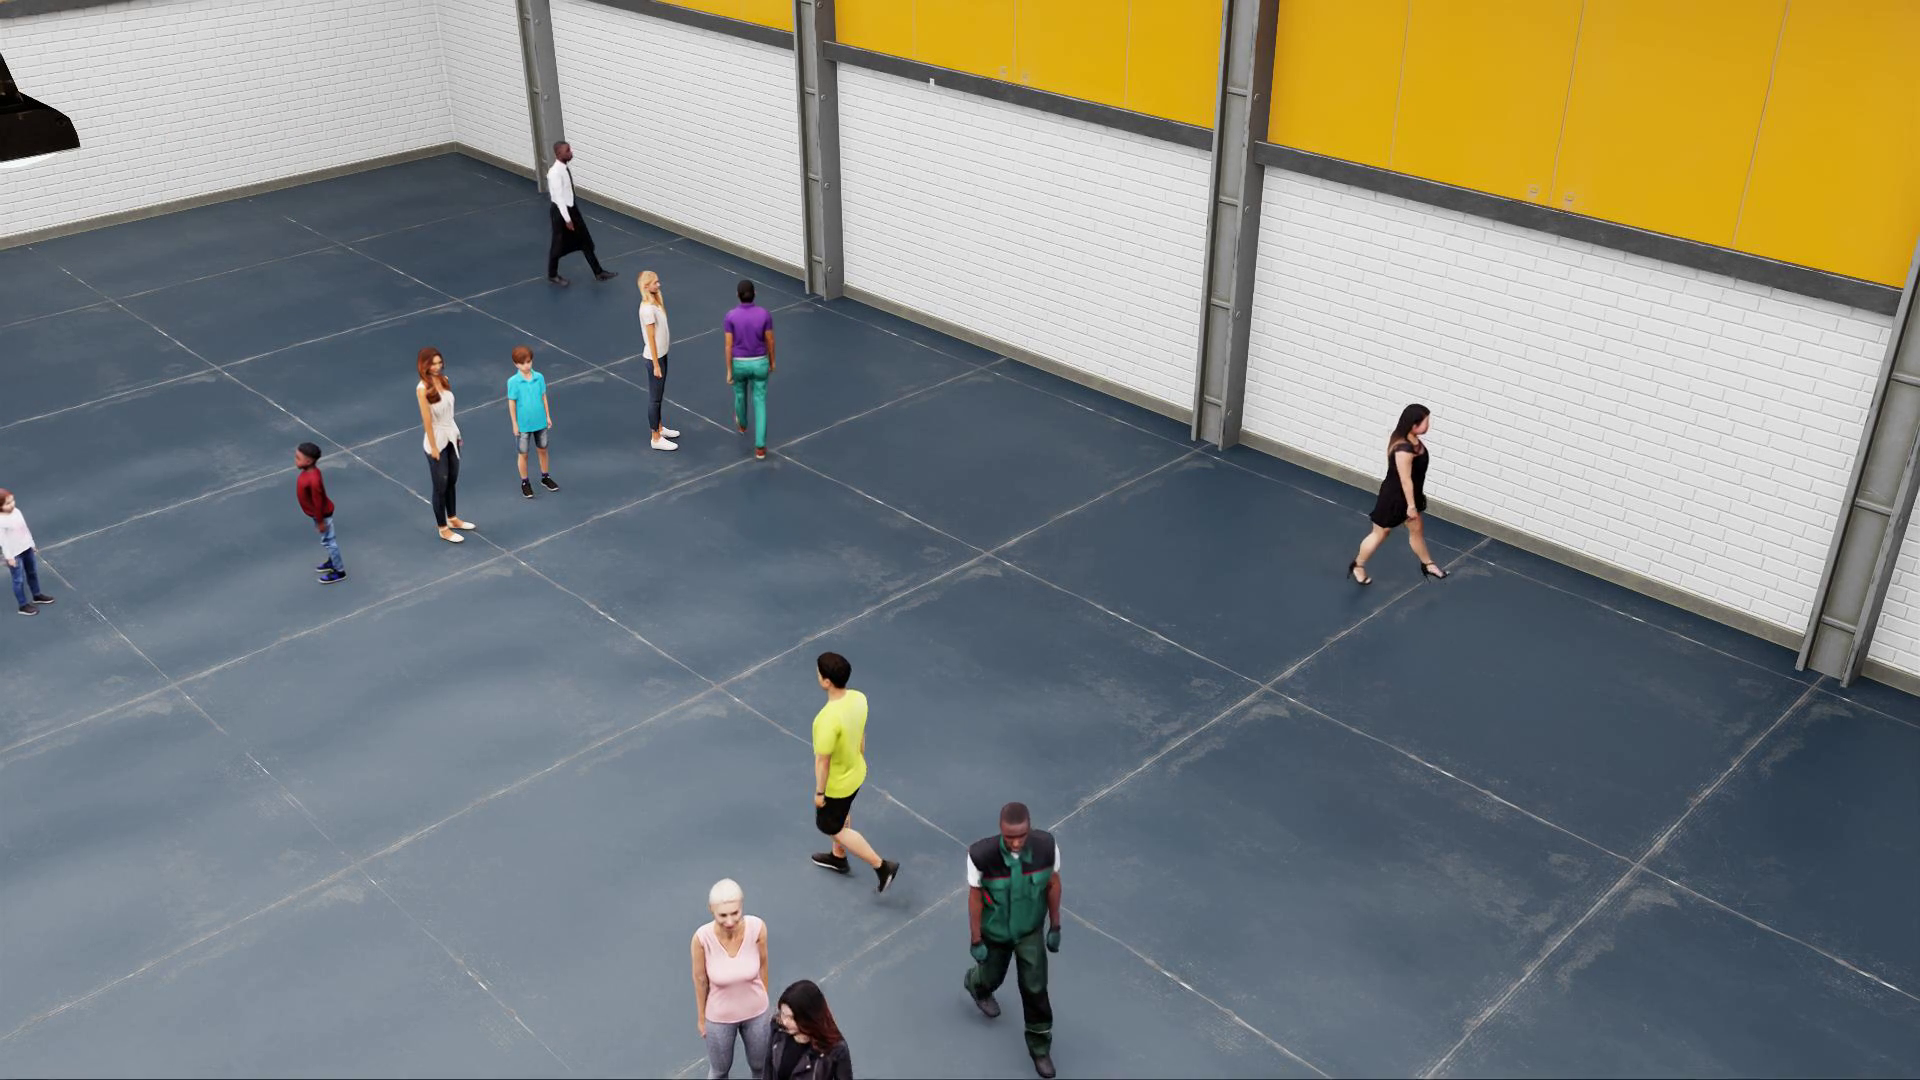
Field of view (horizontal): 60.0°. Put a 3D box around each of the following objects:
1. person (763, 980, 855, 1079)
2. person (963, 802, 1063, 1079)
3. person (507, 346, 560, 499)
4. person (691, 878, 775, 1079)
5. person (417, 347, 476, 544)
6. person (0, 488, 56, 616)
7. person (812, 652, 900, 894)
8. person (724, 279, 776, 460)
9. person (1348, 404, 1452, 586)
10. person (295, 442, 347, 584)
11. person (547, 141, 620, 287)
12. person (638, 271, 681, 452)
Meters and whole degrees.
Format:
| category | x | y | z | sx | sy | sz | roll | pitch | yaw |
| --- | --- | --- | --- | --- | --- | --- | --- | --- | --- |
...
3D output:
| category | x | y | z | sx | sy | sz | roll | pitch | yaw |
| --- | --- | --- | --- | --- | --- | --- | --- | --- | --- |
| person | -0.712 | 2.764 | 8.193 | 1.042 | 1.607 | 0.820 | 18 | 33 | 29 |
| person | 0.233 | 2.100 | 9.203 | 1.001 | 1.806 | 1.142 | -10 | 30 | -18 |
| person | -4.007 | -1.126 | 15.491 | 0.554 | 1.448 | 0.535 | -18 | 33 | -29 |
| person | -1.166 | 2.444 | 8.657 | 0.632 | 1.725 | 0.653 | -7 | 29 | -13 |
| person | -4.581 | -0.856 | 14.646 | 0.681 | 1.784 | 0.674 | 8 | 30 | 14 |
| person | -7.749 | 0.071 | 13.651 | 0.591 | 1.109 | 0.540 | 5 | 29 | 9 |
| person | -0.681 | 1.492 | 10.444 | 1.028 | 1.684 | 0.836 | 12 | 31 | 21 |
| person | -2.021 | -1.627 | 16.114 | 1.039 | 1.730 | 1.186 | -5 | 29 | -9 |
| person | 3.550 | -0.330 | 13.799 | 1.167 | 1.671 | 0.969 | 7 | 29 | 13 |
| person | -5.412 | -0.253 | 14.095 | 0.621 | 1.252 | 0.517 | -12 | 31 | -21 |
| person | -4.919 | -3.963 | 20.323 | 1.234 | 1.802 | 1.081 | 5 | 29 | 8 |
| person | -2.989 | -1.778 | 16.311 | 0.730 | 1.809 | 0.650 | -2 | 29 | -4 |
